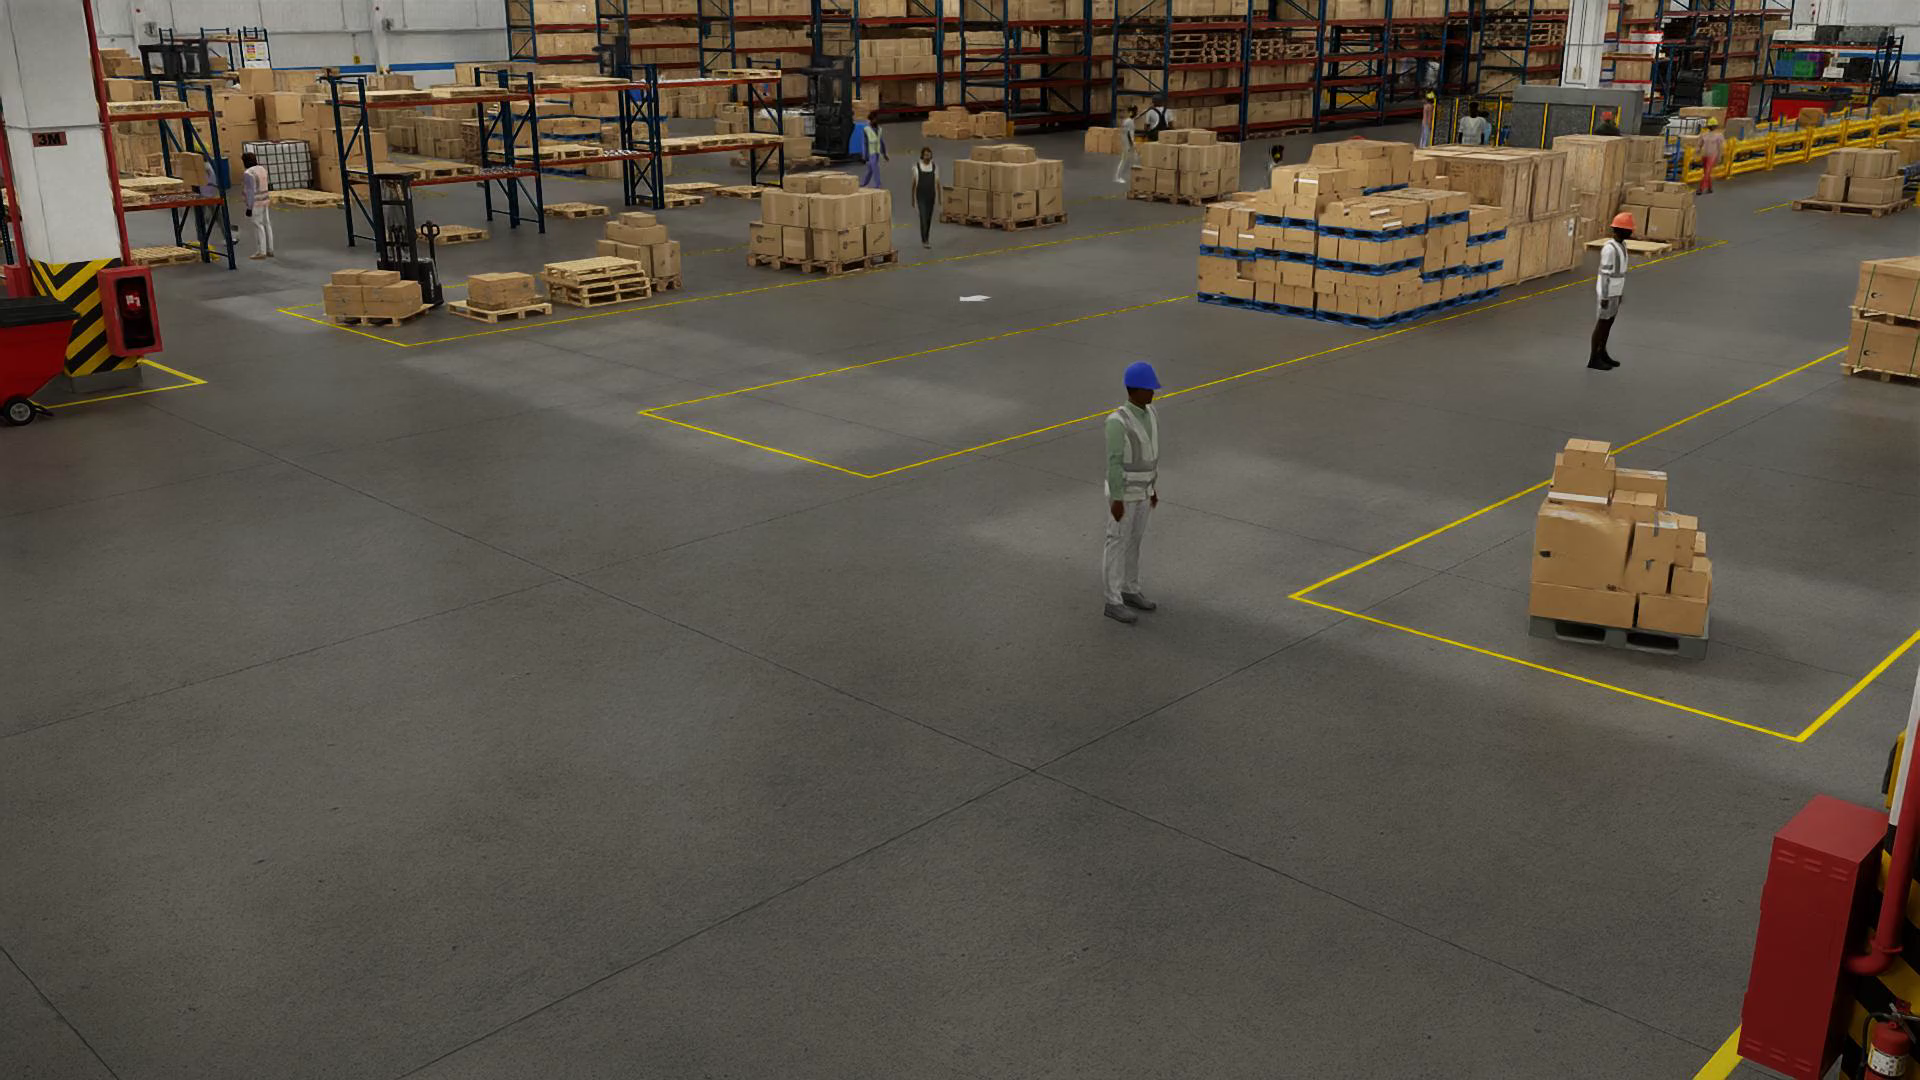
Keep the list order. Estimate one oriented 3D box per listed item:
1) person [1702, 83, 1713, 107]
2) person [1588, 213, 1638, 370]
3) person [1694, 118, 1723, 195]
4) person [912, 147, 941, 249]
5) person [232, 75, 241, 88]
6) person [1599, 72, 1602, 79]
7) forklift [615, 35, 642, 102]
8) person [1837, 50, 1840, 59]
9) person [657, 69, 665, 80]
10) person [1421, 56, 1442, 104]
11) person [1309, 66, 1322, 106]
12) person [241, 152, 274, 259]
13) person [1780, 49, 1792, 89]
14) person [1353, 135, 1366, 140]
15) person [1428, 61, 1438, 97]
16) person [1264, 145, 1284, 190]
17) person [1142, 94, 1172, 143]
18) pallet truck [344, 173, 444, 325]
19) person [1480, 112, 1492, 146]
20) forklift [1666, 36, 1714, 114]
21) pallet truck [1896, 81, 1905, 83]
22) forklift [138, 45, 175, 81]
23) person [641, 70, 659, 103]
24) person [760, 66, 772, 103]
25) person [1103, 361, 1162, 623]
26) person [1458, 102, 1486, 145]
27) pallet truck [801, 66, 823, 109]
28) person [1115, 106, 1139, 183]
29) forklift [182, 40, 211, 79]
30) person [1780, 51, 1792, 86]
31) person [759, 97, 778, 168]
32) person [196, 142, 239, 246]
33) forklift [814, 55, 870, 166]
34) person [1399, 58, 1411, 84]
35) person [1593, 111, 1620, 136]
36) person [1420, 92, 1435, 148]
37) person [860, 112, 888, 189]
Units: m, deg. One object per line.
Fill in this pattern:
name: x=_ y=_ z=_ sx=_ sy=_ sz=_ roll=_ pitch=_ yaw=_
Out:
person: x=24.340 y=-14.097 z=54.267 sx=0.878 sy=1.585 sz=0.532 roll=-5 pitch=19 yaw=-16
person: x=8.050 y=-3.056 z=20.487 sx=0.391 sy=1.931 sz=0.551 roll=14 pitch=23 yaw=36
person: x=17.068 y=-8.747 z=37.954 sx=0.924 sy=1.713 sz=0.547 roll=-15 pitch=23 yaw=-37
person: x=-0.625 y=-6.266 z=30.347 sx=0.523 sy=1.812 sz=0.934 roll=-4 pitch=19 yaw=-13
person: x=-22.515 y=-13.595 z=52.214 sx=0.636 sy=1.939 sz=0.362 roll=-14 pitch=23 yaw=-36
person: x=21.448 y=-14.692 z=55.591 sx=0.659 sy=1.891 sz=0.642 roll=-13 pitch=22 yaw=-34
forklift: x=-12.749 y=-17.643 z=62.938 sx=1.873 sy=2.768 sz=1.129 roll=-2 pitch=18 yaw=-5
person: x=41.174 y=-22.281 z=78.295 sx=0.387 sy=1.996 sz=0.611 roll=15 pitch=23 yaw=38
person: x=-11.515 y=-17.198 z=63.609 sx=0.527 sy=1.582 sz=0.898 roll=1 pitch=18 yaw=3
person: x=19.256 y=-18.758 z=67.703 sx=1.067 sy=1.991 sz=0.614 roll=-12 pitch=22 yaw=-32
person: x=14.144 y=-18.202 z=66.641 sx=0.864 sy=1.589 sz=0.518 roll=-1 pitch=18 yaw=-4
person: x=-12.240 y=-5.812 z=28.925 sx=0.429 sy=1.839 sz=0.622 roll=2 pitch=18 yaw=5
person: x=38.693 y=-22.106 z=77.876 sx=0.582 sy=1.921 sz=0.404 roll=15 pitch=24 yaw=39
person: x=7.485 y=-6.825 z=31.935 sx=0.998 sy=1.876 sz=0.550 roll=15 pitch=23 yaw=38
person: x=19.572 y=-18.952 z=68.726 sx=0.483 sy=1.685 sz=0.555 roll=-14 pitch=23 yaw=-36
person: x=5.756 y=-6.191 z=30.050 sx=0.819 sy=1.837 sz=0.570 roll=1 pitch=18 yaw=2
person: x=4.885 y=-10.188 z=41.788 sx=0.713 sy=2.000 sz=0.861 roll=-7 pitch=20 yaw=-21
pallet truck: x=-8.209 y=-4.181 z=23.757 sx=0.823 sy=1.965 sz=1.885 roll=3 pitch=19 yaw=9
person: x=12.781 y=-9.603 z=40.606 sx=0.553 sy=1.655 sz=0.852 roll=-6 pitch=19 yaw=-17
forklift: x=27.341 y=-17.291 z=61.877 sx=1.129 sy=2.768 sz=1.873 roll=17 pitch=25 yaw=41
pallet truck: x=34.802 y=-16.331 z=61.455 sx=0.653 sy=1.274 sz=1.630 roll=17 pitch=25 yaw=41
forklift: x=-25.348 y=-14.259 z=52.741 sx=1.129 sy=2.768 sz=1.873 roll=3 pitch=19 yaw=10
person: x=-10.529 y=-14.989 z=56.465 sx=0.592 sy=1.910 sz=0.387 roll=-4 pitch=19 yaw=-11
person: x=-7.077 y=-16.334 z=60.618 sx=0.429 sy=1.842 sz=0.637 roll=2 pitch=19 yaw=7
person: x=1.282 y=-0.370 z=12.350 sx=0.393 sy=1.949 sz=0.602 roll=12 pitch=22 yaw=33
person: x=12.185 y=-9.446 z=39.668 sx=0.614 sy=1.963 sz=0.362 roll=7 pitch=19 yaw=19
pallet truck: x=-4.812 y=-15.182 z=56.903 sx=0.823 sy=1.965 sz=1.885 roll=-9 pitch=21 yaw=-26
person: x=4.182 y=-9.538 z=40.170 sx=0.918 sy=1.830 sz=0.541 roll=9 pitch=20 yaw=26
forklift: x=-26.453 y=-15.979 z=57.923 sx=1.129 sy=2.768 sz=1.873 roll=9 pitch=21 yaw=26
person: x=40.068 y=-22.893 z=80.496 sx=0.313 sy=1.769 sz=0.523 roll=-11 pitch=21 yaw=-29
person: x=-4.975 y=-10.594 z=43.316 sx=0.584 sy=1.855 sz=0.937 roll=13 pitch=22 yaw=34
person: x=-13.614 y=-6.249 z=30.179 sx=0.998 sy=1.875 sz=0.597 roll=12 pitch=22 yaw=32
forklift: x=-3.234 y=-11.483 z=44.378 sx=1.129 sy=2.768 sz=1.873 roll=17 pitch=25 yaw=41
person: x=20.294 y=-21.419 z=75.811 sx=0.756 sy=1.922 sz=0.635 roll=-13 pitch=22 yaw=-34
person: x=14.132 y=-8.466 z=36.708 sx=0.654 sy=1.964 sz=0.836 roll=-4 pitch=19 yaw=-11
person: x=13.048 y=-11.565 z=46.367 sx=0.308 sy=1.769 sz=0.525 roll=-1 pitch=18 yaw=-4
person: x=-1.999 y=-8.742 z=37.688 sx=0.964 sy=1.879 sz=0.595 roll=15 pitch=23 yaw=37
